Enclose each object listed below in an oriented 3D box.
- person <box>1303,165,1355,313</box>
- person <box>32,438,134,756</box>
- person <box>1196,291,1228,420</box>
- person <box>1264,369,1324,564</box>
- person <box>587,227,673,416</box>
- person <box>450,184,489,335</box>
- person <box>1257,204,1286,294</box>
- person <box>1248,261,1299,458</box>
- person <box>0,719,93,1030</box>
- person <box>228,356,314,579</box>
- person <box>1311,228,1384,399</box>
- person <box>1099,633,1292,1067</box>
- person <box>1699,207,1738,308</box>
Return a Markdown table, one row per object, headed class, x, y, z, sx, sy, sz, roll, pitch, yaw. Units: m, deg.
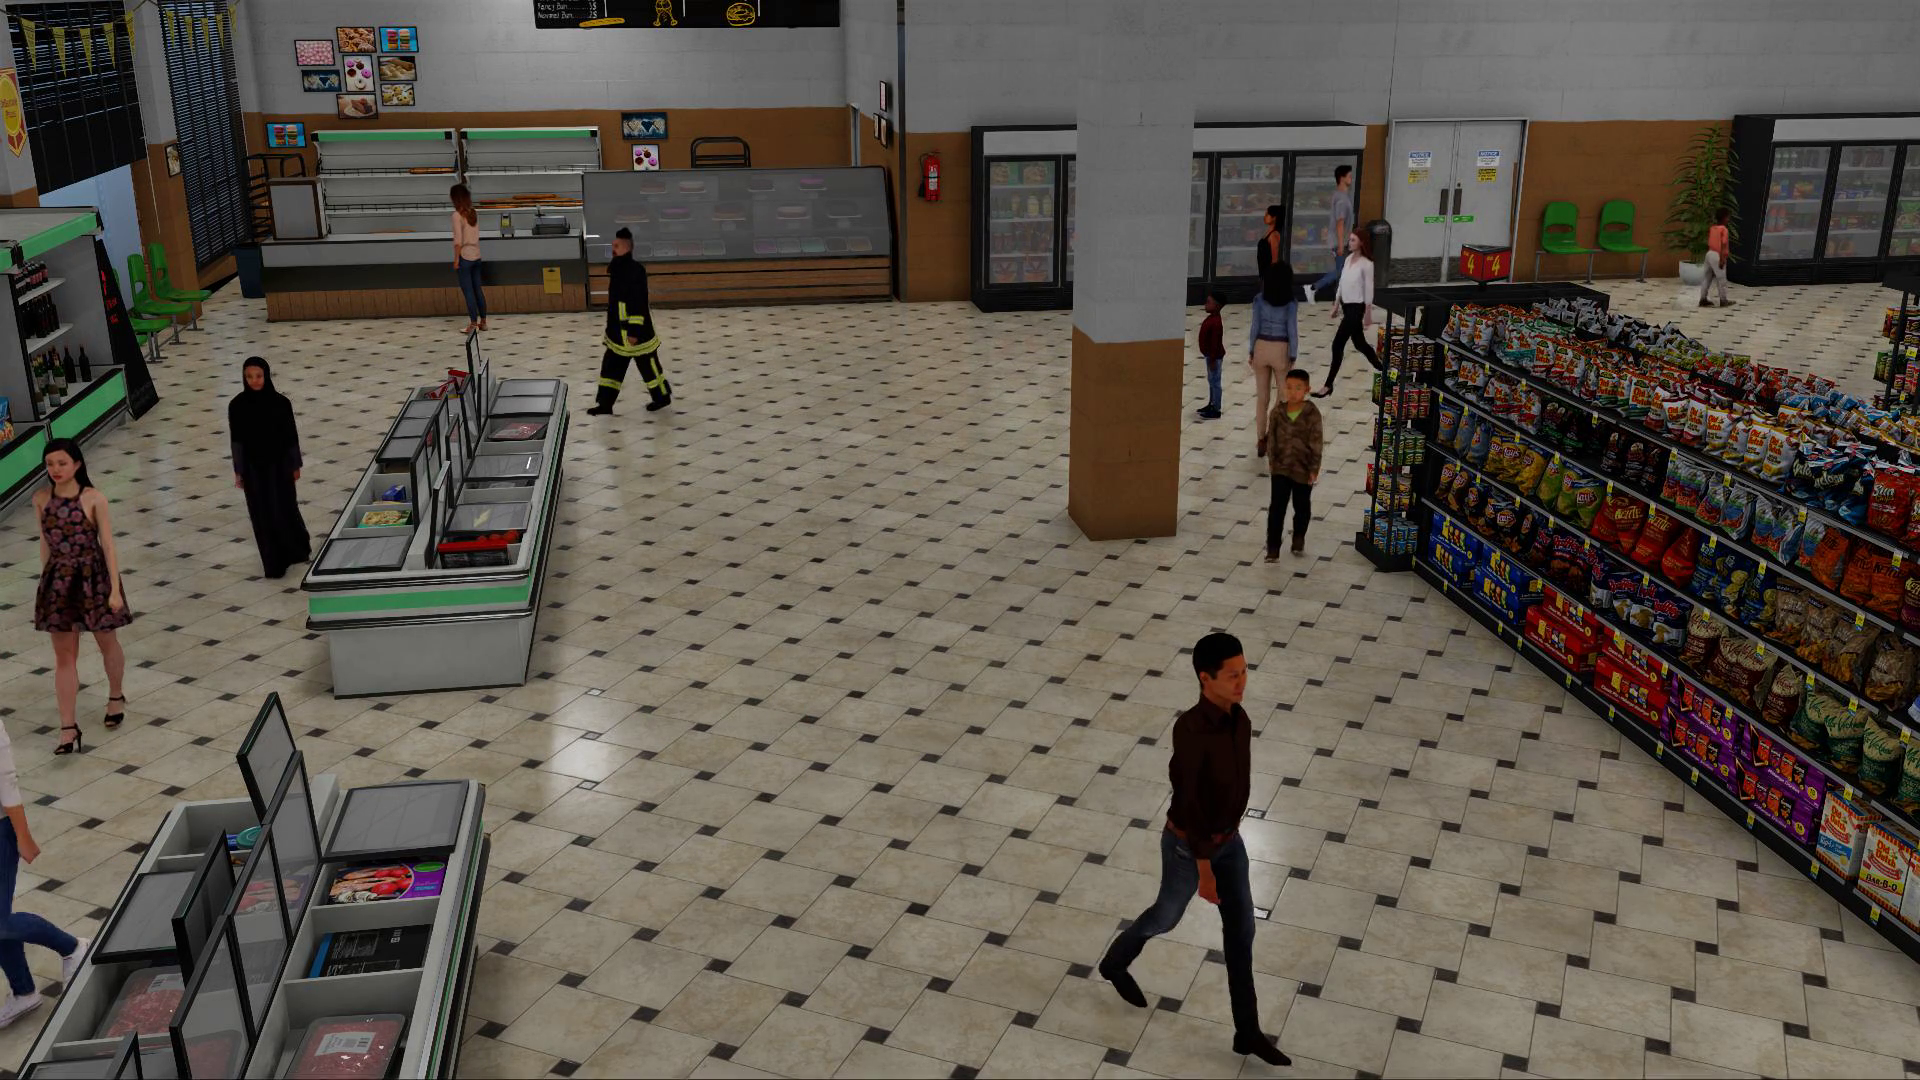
| class | x | y | z | sx | sy | sz | roll | pitch | yaw |
| --- | --- | --- | --- | --- | --- | --- | --- | --- | --- |
| person | 4.801 | -3.842 | 21.349 | 0.957 | 1.873 | 0.998 | 4 | 19 | 12 |
| person | -4.882 | 0.273 | 9.346 | 0.680 | 1.745 | 0.979 | -1 | 19 | -4 |
| person | 2.502 | -1.828 | 16.344 | 0.600 | 1.255 | 0.489 | 1 | 19 | 4 |
| person | 2.488 | -0.549 | 12.293 | 0.840 | 1.421 | 1.028 | 6 | 19 | 16 |
| person | -3.159 | -2.106 | 16.293 | 1.203 | 1.815 | 1.217 | -17 | 25 | -41 |
| person | -5.977 | -3.416 | 20.215 | 0.737 | 1.790 | 0.632 | 7 | 20 | 21 |
| person | 3.633 | -3.112 | 19.522 | 0.671 | 1.659 | 0.494 | 0 | 19 | -1 |
| person | 2.762 | -1.585 | 14.829 | 0.789 | 1.763 | 0.845 | 8 | 20 | 22 |
| person | -3.916 | 1.157 | 6.771 | 0.801 | 1.717 | 0.859 | 4 | 19 | 13 |
| person | -4.977 | -0.550 | 12.010 | 0.603 | 1.603 | 0.749 | -3 | 19 | -8 |
| person | 4.090 | -2.285 | 16.974 | 0.720 | 1.719 | 1.111 | -5 | 19 | -14 |
| person | 0.877 | 1.201 | 6.602 | 1.068 | 1.741 | 1.240 | -18 | 25 | -42 |
| person | 9.866 | -3.692 | 21.806 | 0.602 | 1.298 | 0.653 | -4 | 19 | -13 |
